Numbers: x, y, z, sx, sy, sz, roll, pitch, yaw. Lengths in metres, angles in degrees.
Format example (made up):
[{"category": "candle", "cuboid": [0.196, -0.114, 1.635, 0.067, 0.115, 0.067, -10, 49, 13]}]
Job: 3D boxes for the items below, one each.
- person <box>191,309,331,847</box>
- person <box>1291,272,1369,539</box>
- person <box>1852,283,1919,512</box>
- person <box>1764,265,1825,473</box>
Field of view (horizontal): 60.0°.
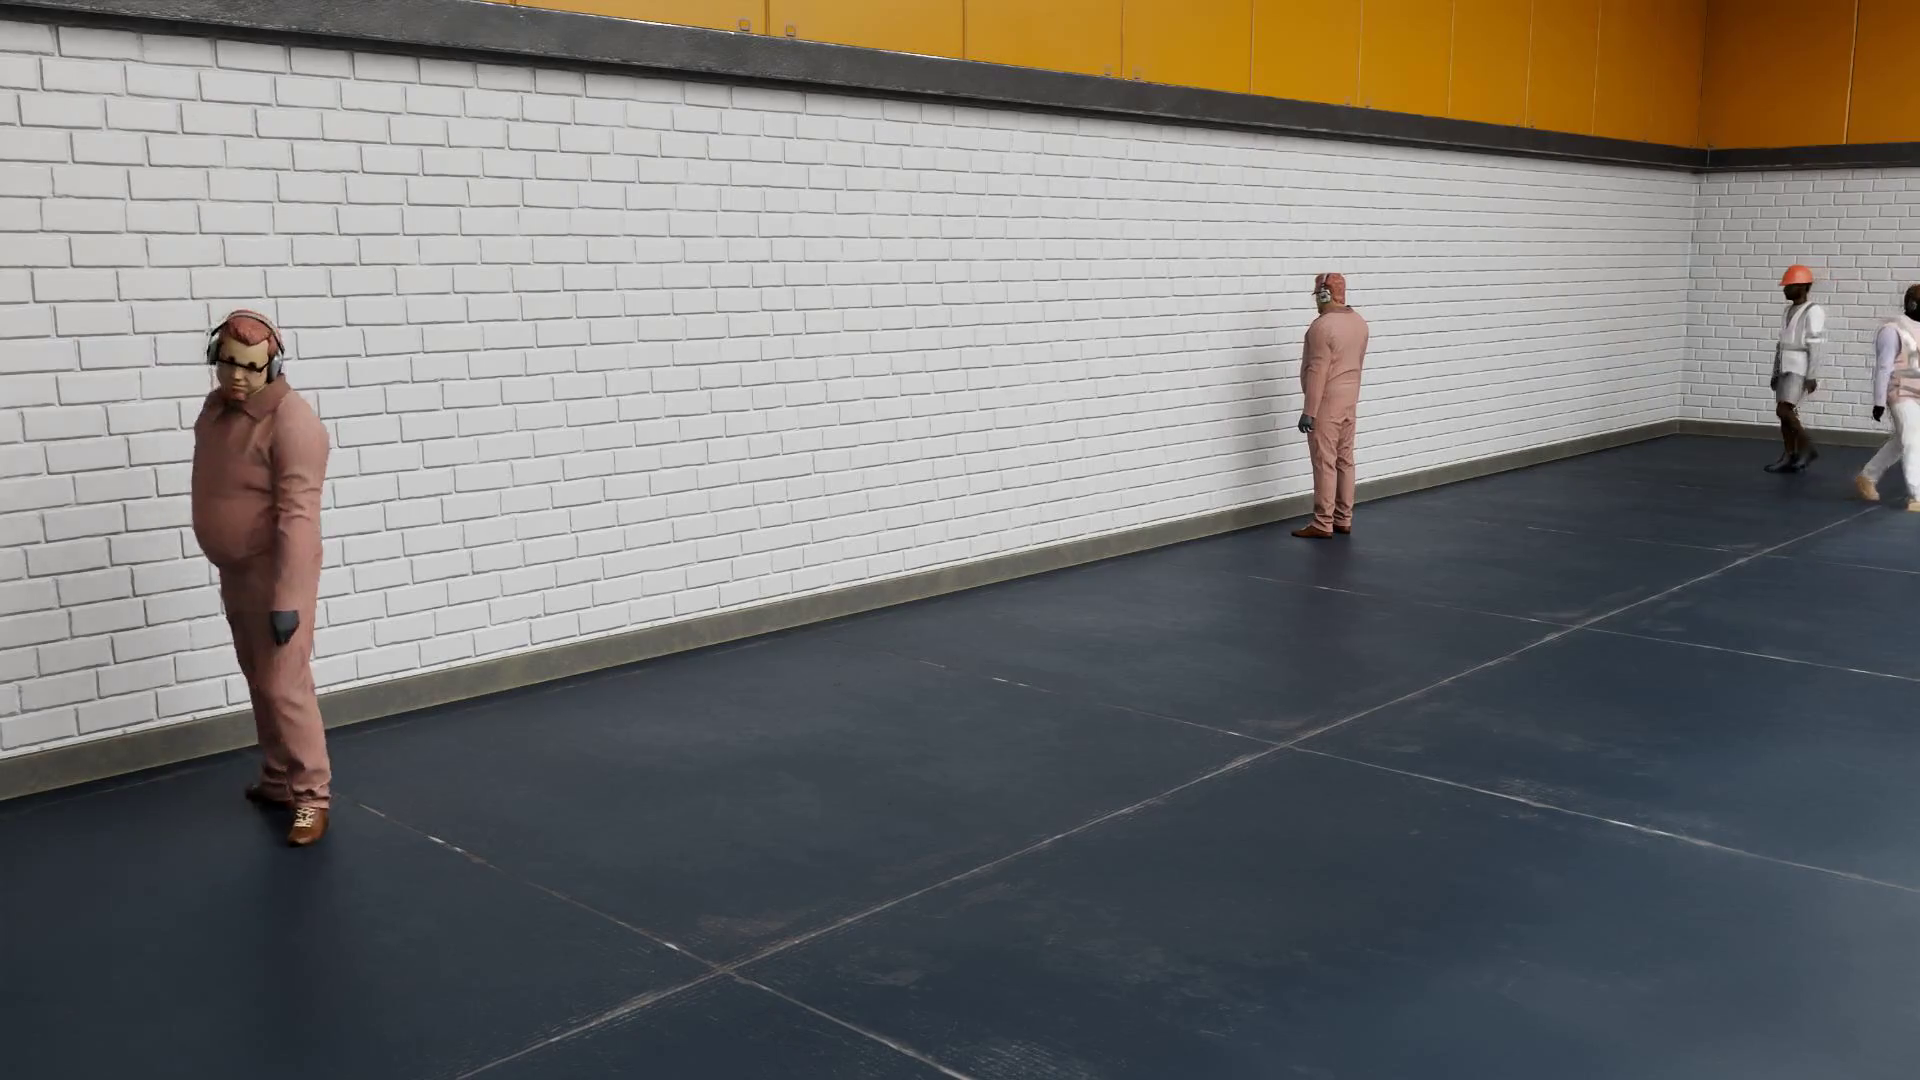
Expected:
[{"category": "person", "cuboid": [-2.500, 0.126, 5.868, 0.797, 1.875, 0.407, 9, 14, 43]}, {"category": "person", "cuboid": [2.635, -0.959, 11.932, 0.407, 1.905, 0.638, 9, 14, 42]}, {"category": "person", "cuboid": [7.529, -1.145, 13.280, 0.655, 1.811, 0.879, -4, 11, -22]}, {"category": "person", "cuboid": [7.646, -1.558, 15.294, 0.404, 1.918, 0.564, 0, 10, -1]}]
